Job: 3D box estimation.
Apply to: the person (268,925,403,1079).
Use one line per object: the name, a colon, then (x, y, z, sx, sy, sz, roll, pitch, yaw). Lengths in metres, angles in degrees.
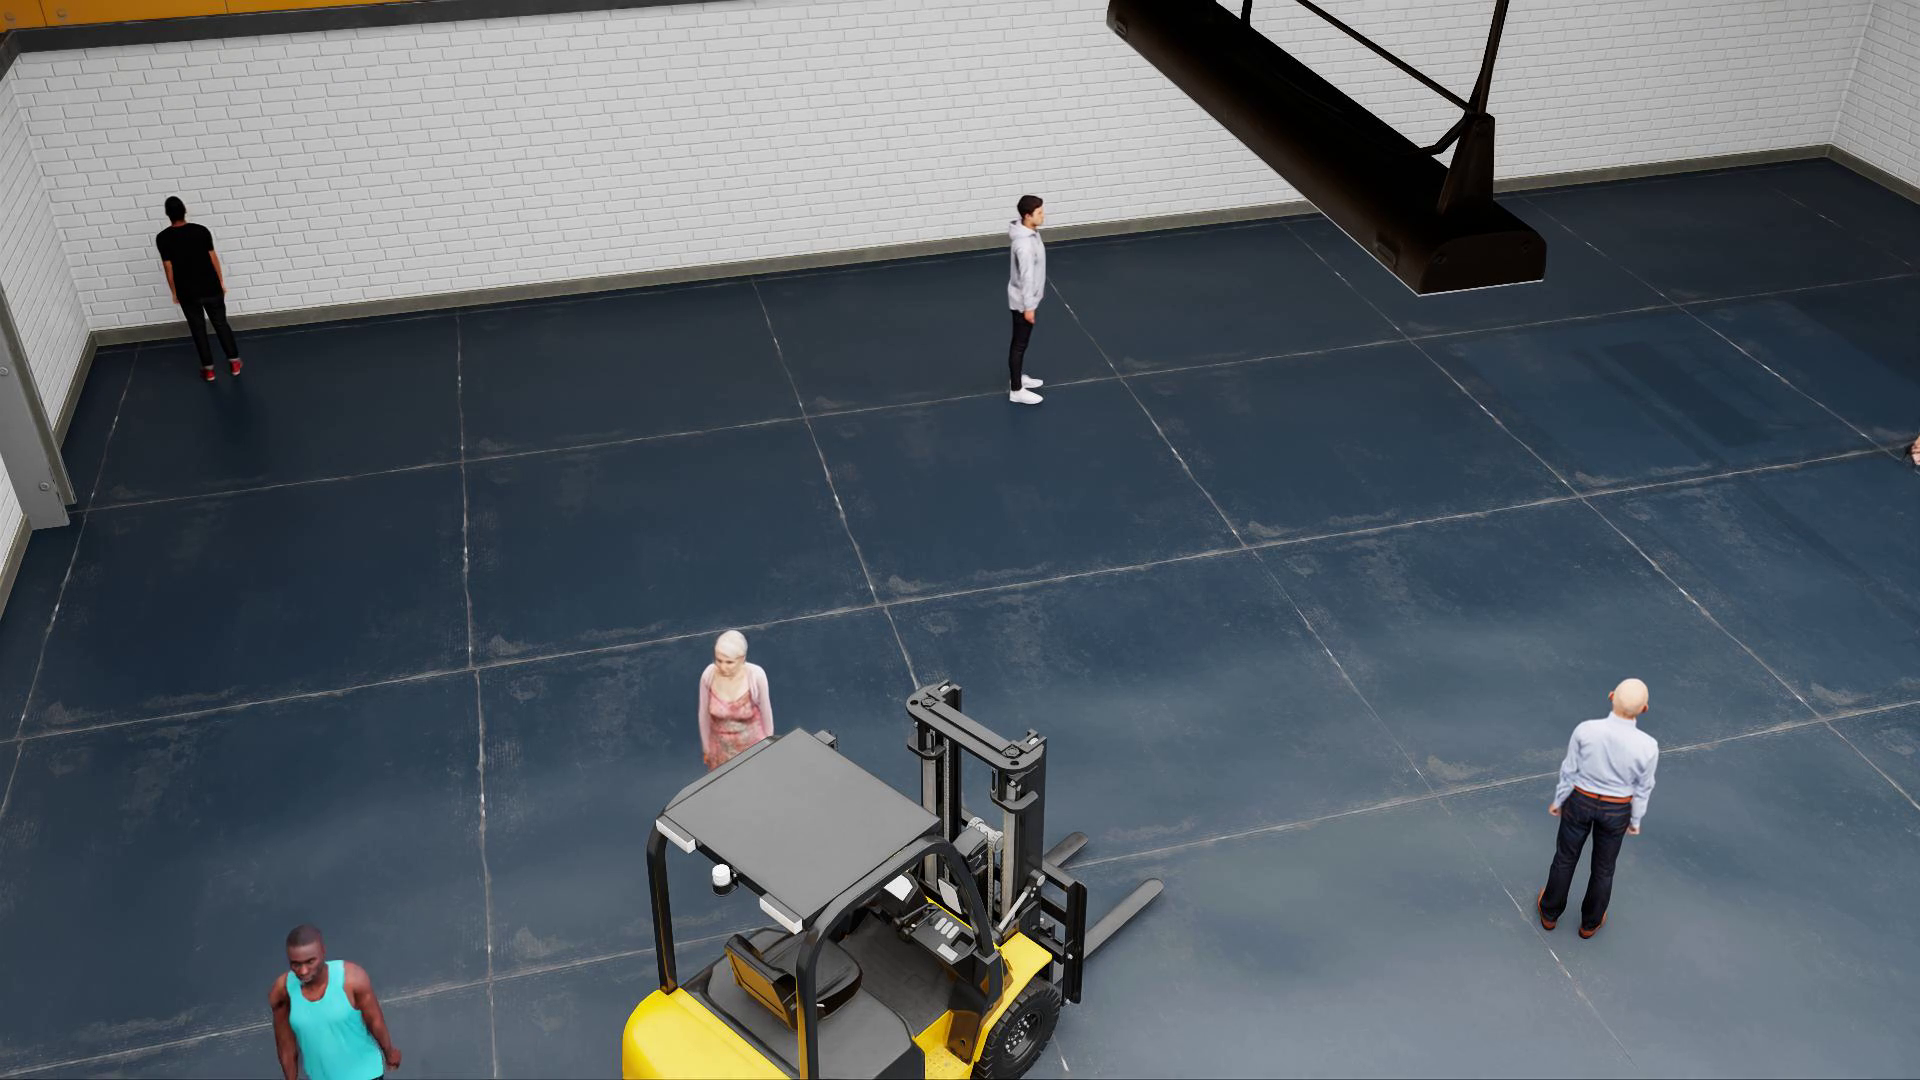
person: (-2.943, 2.456, 8.024, 0.758, 1.784, 1.053, -3, 34, -5)

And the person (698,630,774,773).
person: (-1.334, 1.213, 9.972, 0.642, 1.696, 0.636, -1, 34, -1)

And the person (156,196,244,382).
person: (-6.968, -2.308, 15.213, 0.677, 1.758, 0.643, -17, 37, -23)

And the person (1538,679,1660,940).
person: (3.611, 1.521, 9.425, 0.736, 1.790, 0.765, 13, 36, 18)

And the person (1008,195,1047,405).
person: (0.574, -2.167, 14.848, 0.808, 1.929, 0.646, 2, 34, 4)
